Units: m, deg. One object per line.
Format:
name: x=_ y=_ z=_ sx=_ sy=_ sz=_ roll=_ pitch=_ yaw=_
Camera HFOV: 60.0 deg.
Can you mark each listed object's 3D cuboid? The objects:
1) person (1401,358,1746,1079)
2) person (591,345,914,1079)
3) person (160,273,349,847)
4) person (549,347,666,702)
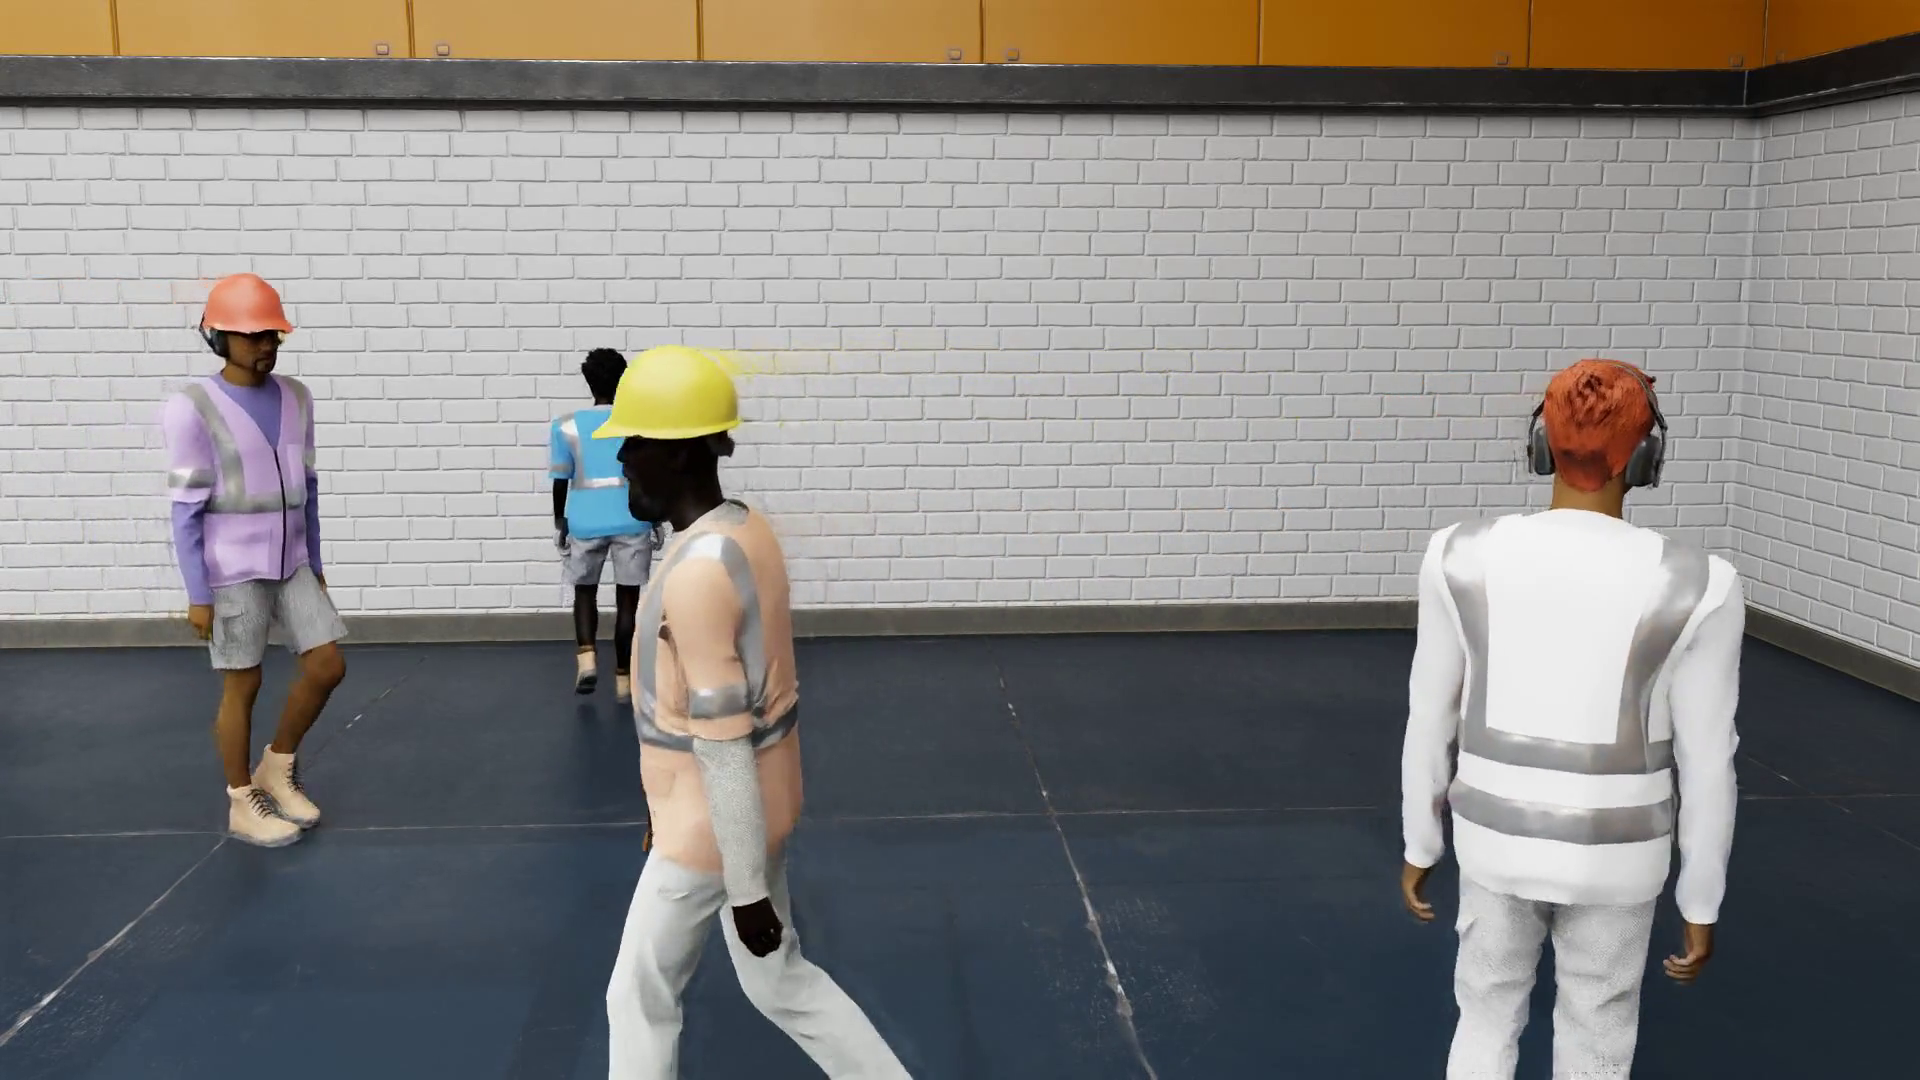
person: x=1.098 y=0.606 z=3.067 sx=0.596 sy=1.871 sz=0.484 roll=5 pitch=10 yaw=30
person: x=-0.434 y=0.550 z=3.393 sx=0.896 sy=1.894 sz=0.588 roll=1 pitch=9 yaw=5
person: x=-2.456 y=0.092 z=5.815 sx=0.473 sy=2.024 sz=0.635 roll=4 pitch=10 yaw=26
person: x=-1.654 y=-0.067 z=7.871 sx=0.541 sy=1.682 sz=0.354 roll=-1 pitch=9 yaw=-9
